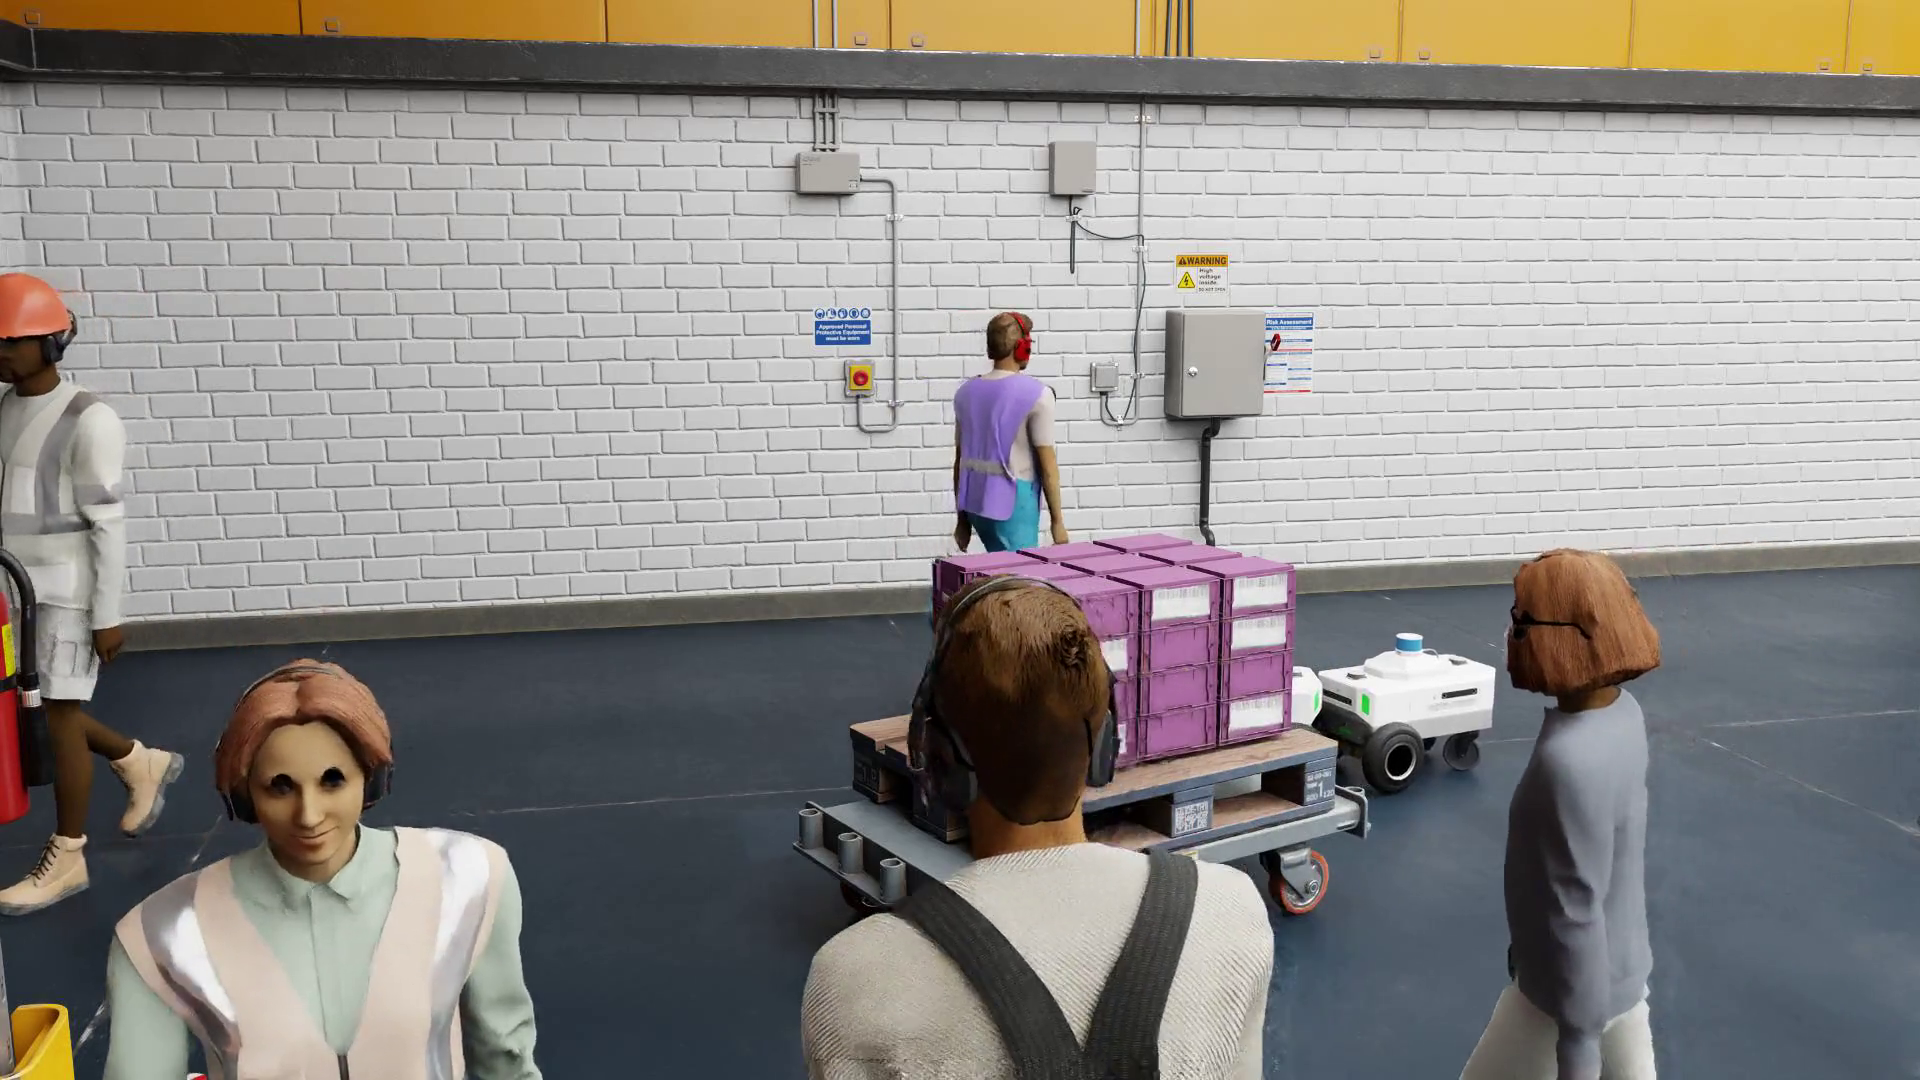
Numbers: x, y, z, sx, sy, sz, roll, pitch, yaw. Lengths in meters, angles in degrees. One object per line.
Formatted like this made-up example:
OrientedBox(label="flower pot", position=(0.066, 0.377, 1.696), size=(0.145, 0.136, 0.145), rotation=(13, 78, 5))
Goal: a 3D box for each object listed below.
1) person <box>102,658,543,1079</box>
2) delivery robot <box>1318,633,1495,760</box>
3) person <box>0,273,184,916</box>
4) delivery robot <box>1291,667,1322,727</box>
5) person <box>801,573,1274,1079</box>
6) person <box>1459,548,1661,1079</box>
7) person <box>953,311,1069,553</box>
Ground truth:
OrientedBox(label="person", position=(-0.770, 0.959, 2.091), size=(0.548, 1.604, 0.767), rotation=(-4, 11, -23))
OrientedBox(label="delivery robot", position=(1.792, 0.618, 6.667), size=(0.707, 0.478, 0.477), rotation=(-5, 11, -25))
OrientedBox(label="person", position=(-2.908, 0.152, 5.416), size=(0.628, 2.029, 0.686), rotation=(5, 12, 28))
OrientedBox(label="delivery robot", position=(1.056, 0.631, 6.593), size=(0.707, 0.478, 0.477), rotation=(0, 10, 1))
OrientedBox(label="person", position=(0.080, 0.923, 1.802), size=(0.519, 1.793, 0.949), rotation=(-3, 11, -15))
OrientedBox(label="person", position=(1.085, 0.796, 3.058), size=(0.851, 1.581, 0.520), rotation=(6, 12, 30))
OrientedBox(label="person", position=(0.150, -0.109, 7.457), size=(0.781, 1.819, 0.578), rotation=(-9, 13, -40))
